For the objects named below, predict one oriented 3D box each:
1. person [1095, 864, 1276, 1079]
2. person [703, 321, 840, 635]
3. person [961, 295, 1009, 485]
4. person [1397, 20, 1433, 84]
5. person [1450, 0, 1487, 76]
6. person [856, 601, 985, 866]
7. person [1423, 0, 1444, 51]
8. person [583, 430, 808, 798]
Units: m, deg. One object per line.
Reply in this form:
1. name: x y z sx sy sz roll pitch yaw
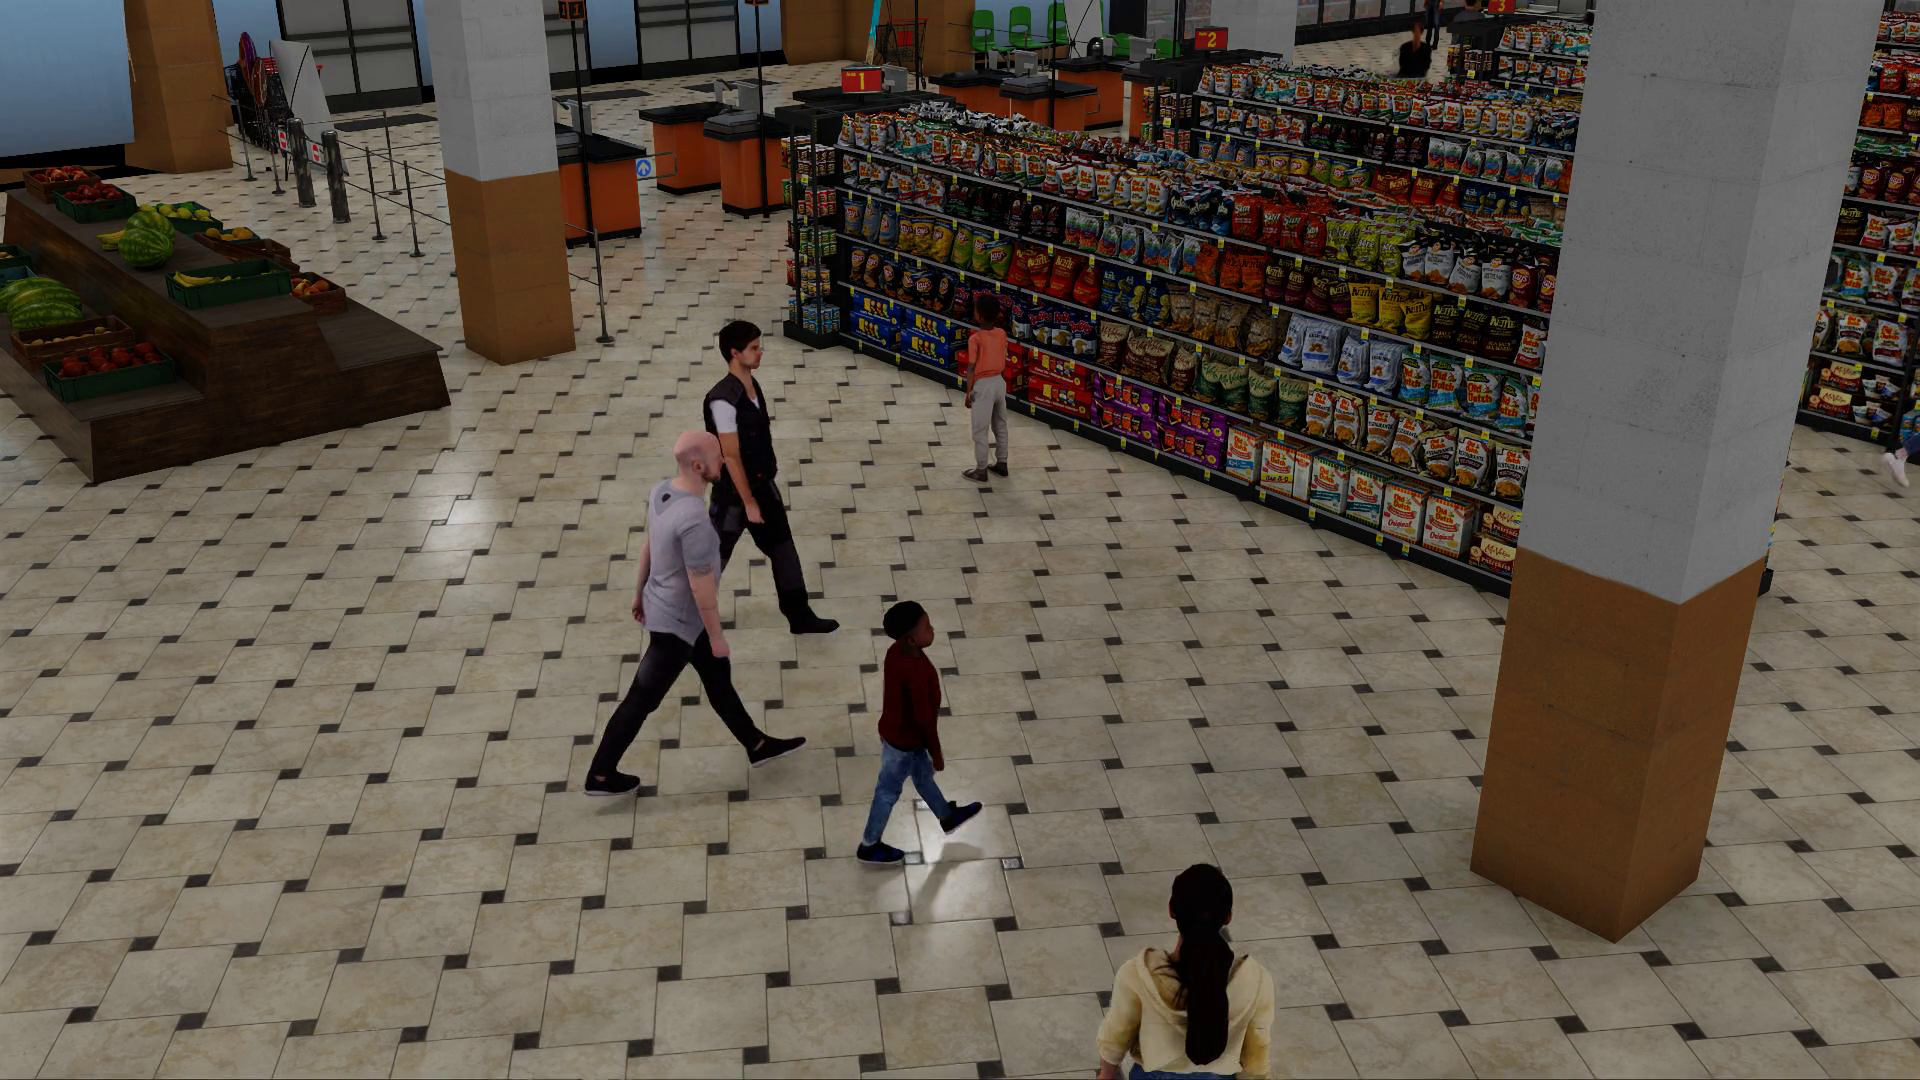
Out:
1. person: 0.638 1.714 4.771 1.051 1.588 1.196 -1 24 -3
2. person: -1.283 -0.268 9.029 1.289 1.806 1.085 7 25 16
3. person: 0.198 -1.041 11.416 0.475 1.308 0.466 -17 29 -33
4. person: 6.207 -6.254 22.919 1.132 1.636 0.980 11 26 24
5. person: 7.534 -7.225 24.842 0.774 1.873 0.751 -6 24 -14
6. person: -0.298 0.855 7.180 0.780 1.229 0.856 -7 25 -16
7. person: 9.274 -10.508 32.458 0.741 1.782 0.525 -13 27 -27
8. person: -1.377 0.398 7.566 1.060 1.758 1.330 -10 25 -21
